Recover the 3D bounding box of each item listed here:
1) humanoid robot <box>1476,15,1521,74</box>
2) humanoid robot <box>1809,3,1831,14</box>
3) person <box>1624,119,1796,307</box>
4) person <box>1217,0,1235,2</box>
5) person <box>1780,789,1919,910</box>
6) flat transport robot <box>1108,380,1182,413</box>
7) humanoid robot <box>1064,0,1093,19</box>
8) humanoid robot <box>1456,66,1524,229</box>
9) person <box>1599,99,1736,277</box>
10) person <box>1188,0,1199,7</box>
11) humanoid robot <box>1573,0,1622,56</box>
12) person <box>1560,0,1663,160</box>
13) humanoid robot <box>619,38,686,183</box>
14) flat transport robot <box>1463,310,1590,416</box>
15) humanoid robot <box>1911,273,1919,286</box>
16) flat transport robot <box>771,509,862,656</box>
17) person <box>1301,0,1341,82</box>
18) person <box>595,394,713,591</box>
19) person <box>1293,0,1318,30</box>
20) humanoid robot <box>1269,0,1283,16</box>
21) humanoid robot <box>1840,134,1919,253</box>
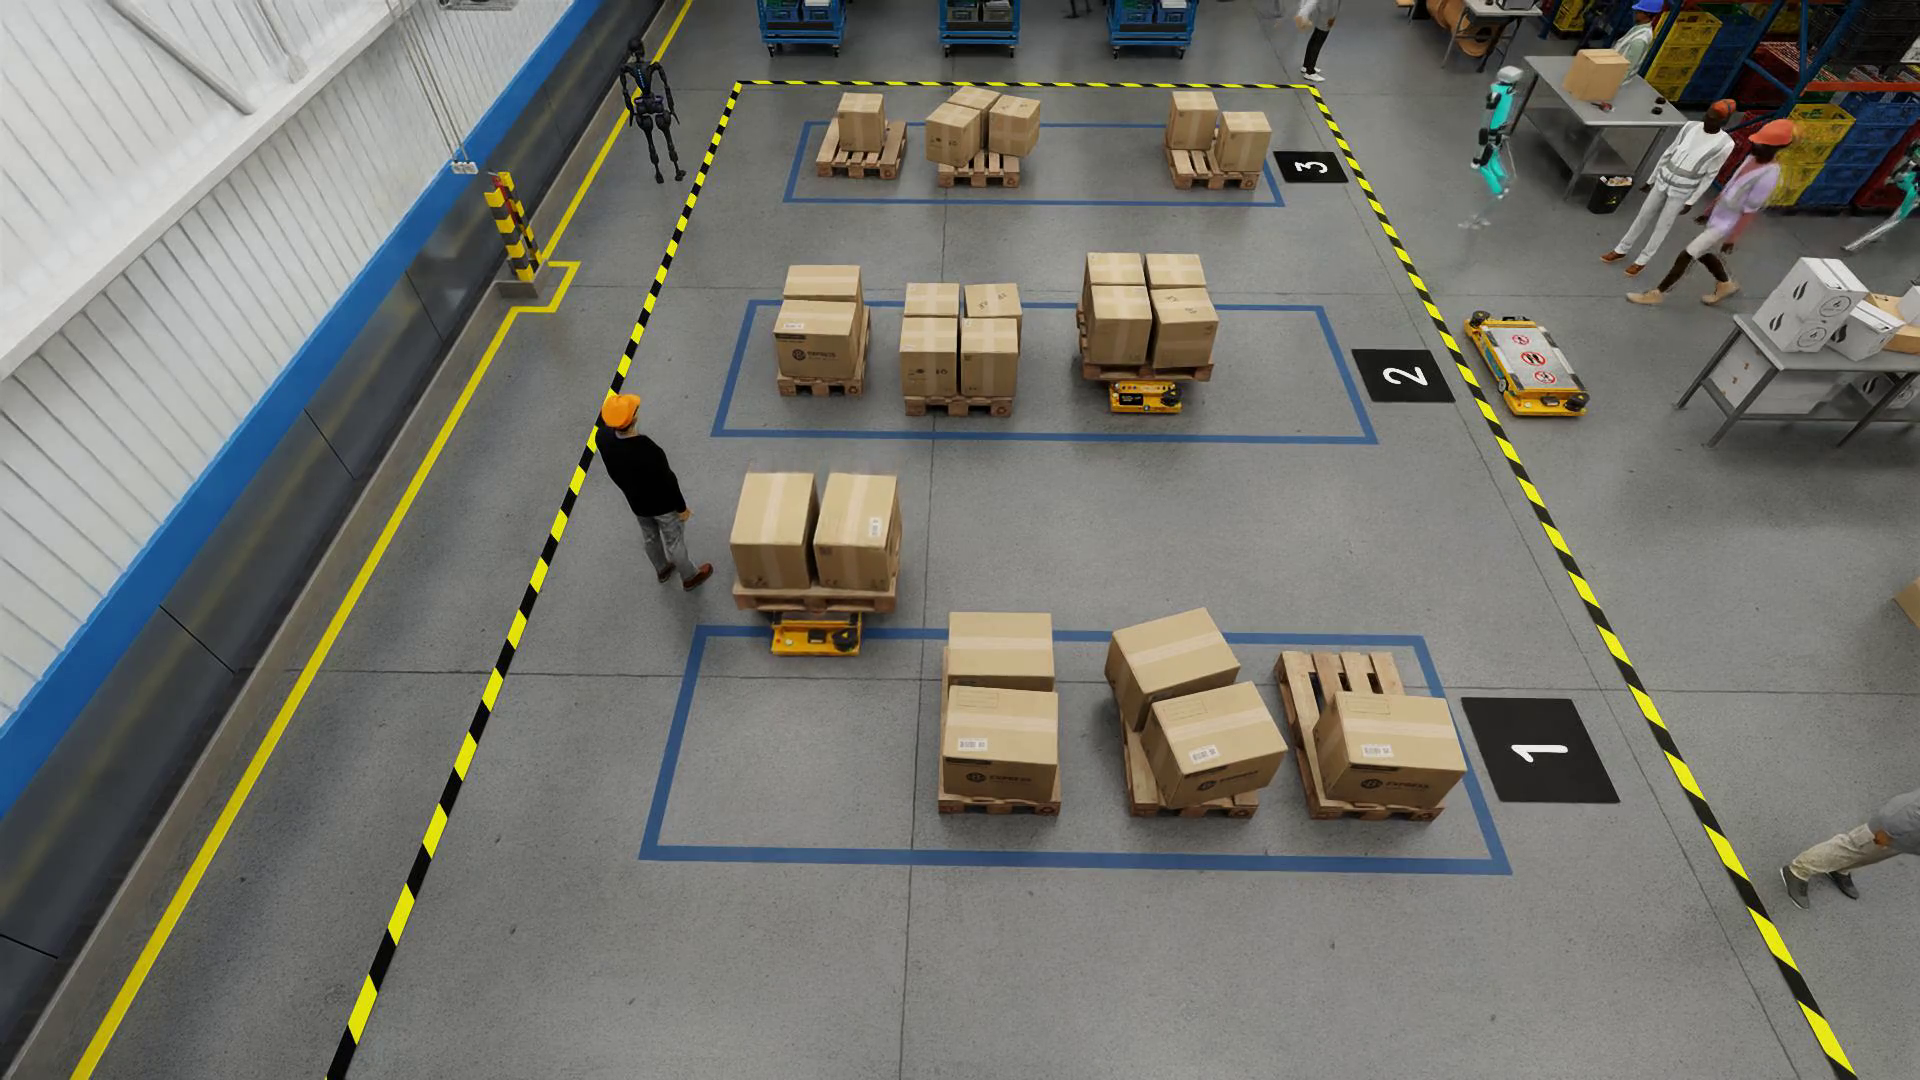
[{"bbox_3d":[7.921,-7.755,13.328,0.584,1.637,0.634,23,53,19],"label":"humanoid robot"},{"bbox_3d":[12.658,-8.079,13.631,0.733,1.652,0.590,-25,54,-20],"label":"humanoid robot"},{"bbox_3d":[7.713,-3.178,9.143,0.954,2.004,0.609,13,50,11],"label":"person"},{"bbox_3d":[4.559,-9.938,15.032,0.373,1.939,0.627,0,49,0],"label":"person"},{"bbox_3d":[5.426,1.594,5.160,0.573,1.768,0.401,-7,49,-6],"label":"person"},{"bbox_3d":[1.773,-1.807,9.079,0.652,0.197,1.431,1,49,1],"label":"flat transport robot"},{"bbox_3d":[1.918,-9.222,14.589,0.469,1.645,0.610,35,58,27],"label":"humanoid robot"},{"bbox_3d":[6.079,-4.298,10.302,0.795,1.791,0.565,34,57,26],"label":"humanoid robot"},{"bbox_3d":[7.516,-3.700,9.666,0.355,1.887,0.573,-19,52,-16],"label":"person"},{"bbox_3d":[3.823,-9.644,14.758,0.602,1.966,0.367,-25,54,-20],"label":"person"},{"bbox_3d":[9.303,-7.648,13.248,0.723,1.635,0.610,-13,50,-11],"label":"humanoid robot"},{"bbox_3d":[8.090,-5.692,11.350,0.387,1.947,0.606,19,52,16],"label":"person"},{"bbox_3d":[-3.733,-5.173,11.072,0.599,1.653,0.315,-7,49,-6],"label":"humanoid robot"},{"bbox_3d":[5.573,-1.757,9.054,0.659,0.231,1.431,1,49,1],"label":"flat transport robot"},{"bbox_3d":[10.569,-3.349,9.395,0.533,1.691,0.741,4,49,4],"label":"humanoid robot"},{"bbox_3d":[-1.074,0.271,7.280,0.652,0.197,1.431,1,49,1],"label":"flat transport robot"},{"bbox_3d":[5.271,-7.543,13.018,0.396,1.847,0.587,5,49,5],"label":"person"},{"bbox_3d":[-2.258,-0.316,6.739,0.589,1.884,0.356,19,52,16],"label":"person"},{"bbox_3d":[5.544,-8.873,14.182,0.465,1.823,0.628,-19,52,-15],"label":"person"},{"bbox_3d":[5.262,-9.333,14.647,0.834,1.765,0.530,-15,51,-13],"label":"humanoid robot"},{"bbox_3d":[10.459,-3.912,9.936,0.945,1.744,0.555,-8,50,-7],"label":"humanoid robot"}]
